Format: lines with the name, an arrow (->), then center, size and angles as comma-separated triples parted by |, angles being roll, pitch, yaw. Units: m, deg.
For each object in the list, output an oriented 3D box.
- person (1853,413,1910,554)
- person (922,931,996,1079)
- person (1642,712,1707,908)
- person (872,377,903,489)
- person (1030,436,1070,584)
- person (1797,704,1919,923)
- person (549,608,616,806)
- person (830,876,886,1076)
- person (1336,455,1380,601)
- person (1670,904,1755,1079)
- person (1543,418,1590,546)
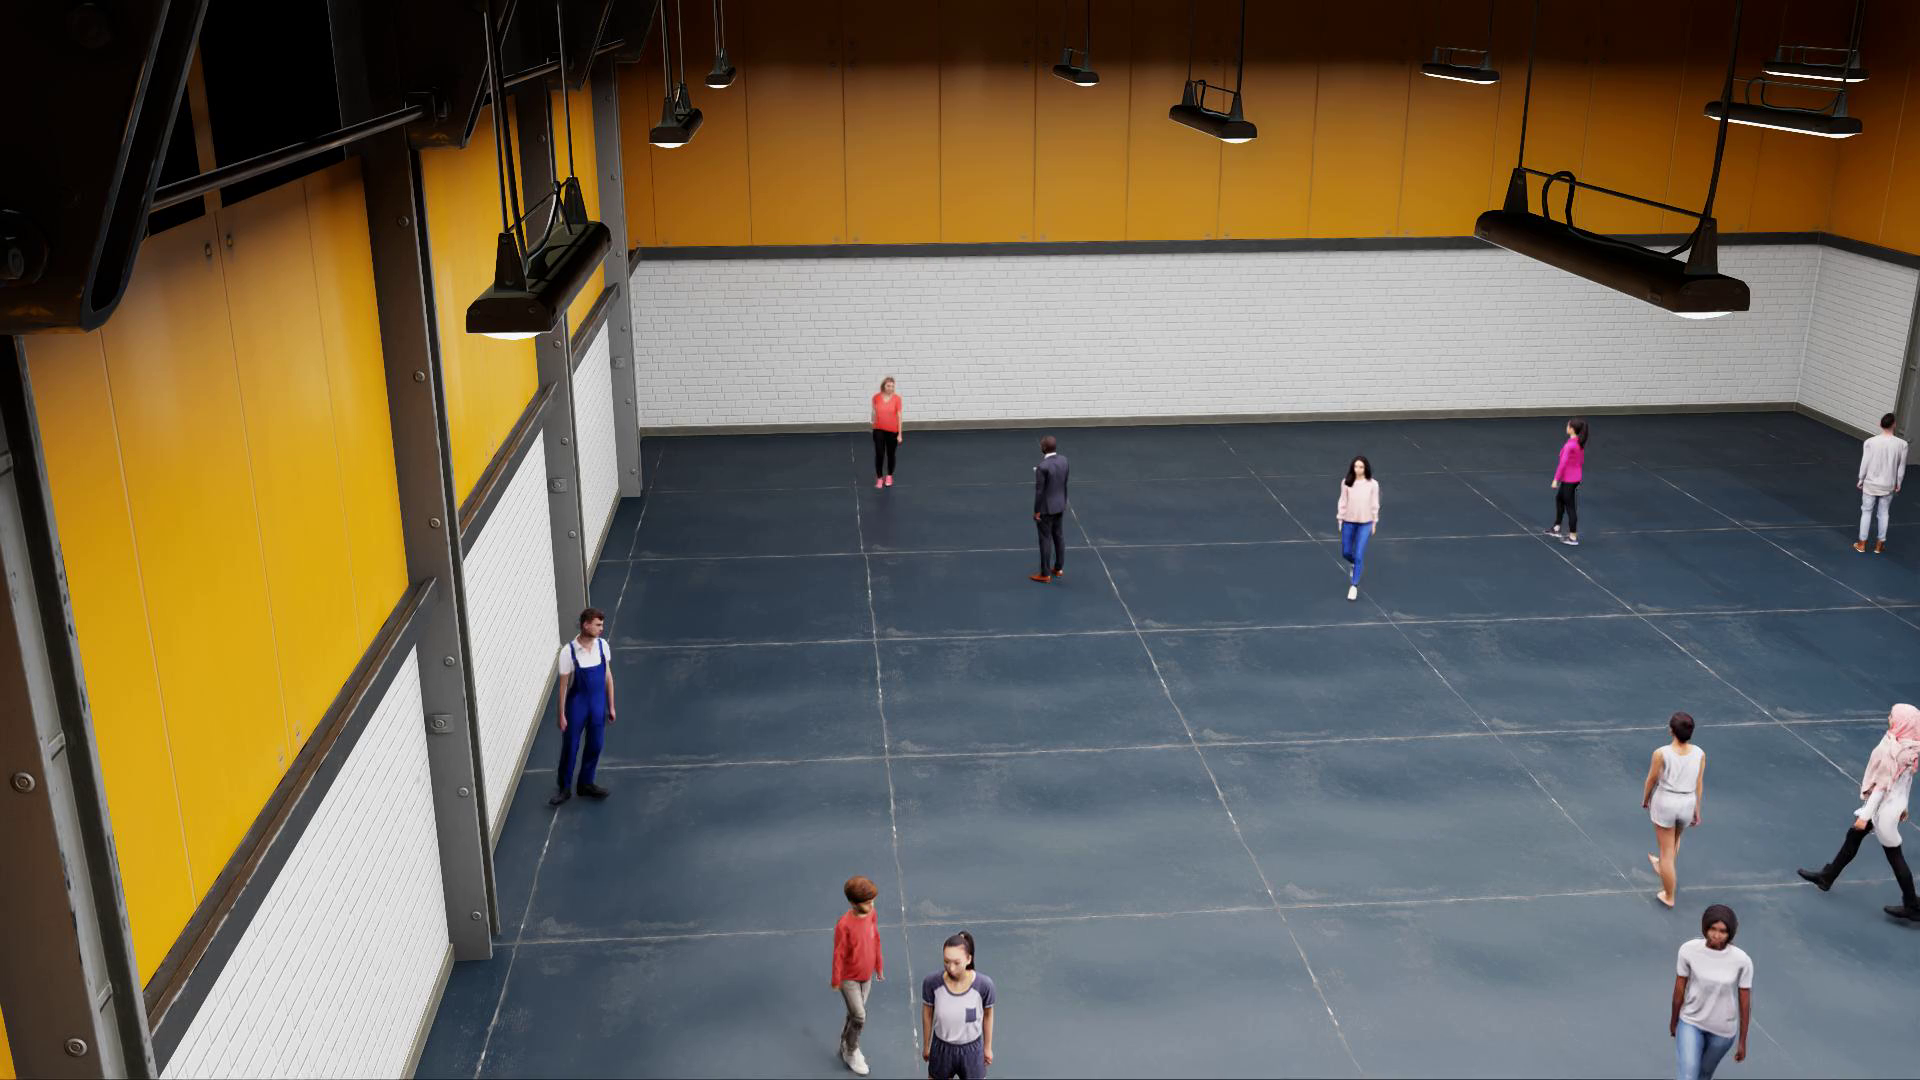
person -> 11.852, -0.739, 21.421 | 0.761, 1.840, 0.737 | 7, 20, 20
person -> -0.017, 3.145, 10.185 | 0.631, 1.649, 0.568 | 2, 19, 6
person -> 5.687, 2.164, 13.189 | 0.576, 1.592, 0.906 | -1, 19, -2
person -> -1.080, -1.568, 24.175 | 0.642, 1.655, 0.782 | 3, 19, 9
person -> 1.108, -0.391, 20.413 | 0.787, 1.824, 0.810 | -16, 24, -39
person -> 7.299, 2.163, 12.950 | 1.232, 1.747, 1.127 | 17, 25, 41
person -> -3.377, 1.493, 14.832 | 0.896, 1.815, 0.843 | -9, 21, -25
person -> -0.760, 2.901, 11.297 | 0.721, 1.403, 0.661 | 17, 25, 41
person -> 4.786, -0.192, 19.935 | 0.940, 1.752, 1.093 | 8, 20, 23
person -> 4.698, 3.039, 10.454 | 0.937, 1.680, 1.197 | 7, 20, 21
person -> 8.047, -0.747, 21.687 | 0.904, 1.686, 0.837 | 17, 25, 41
